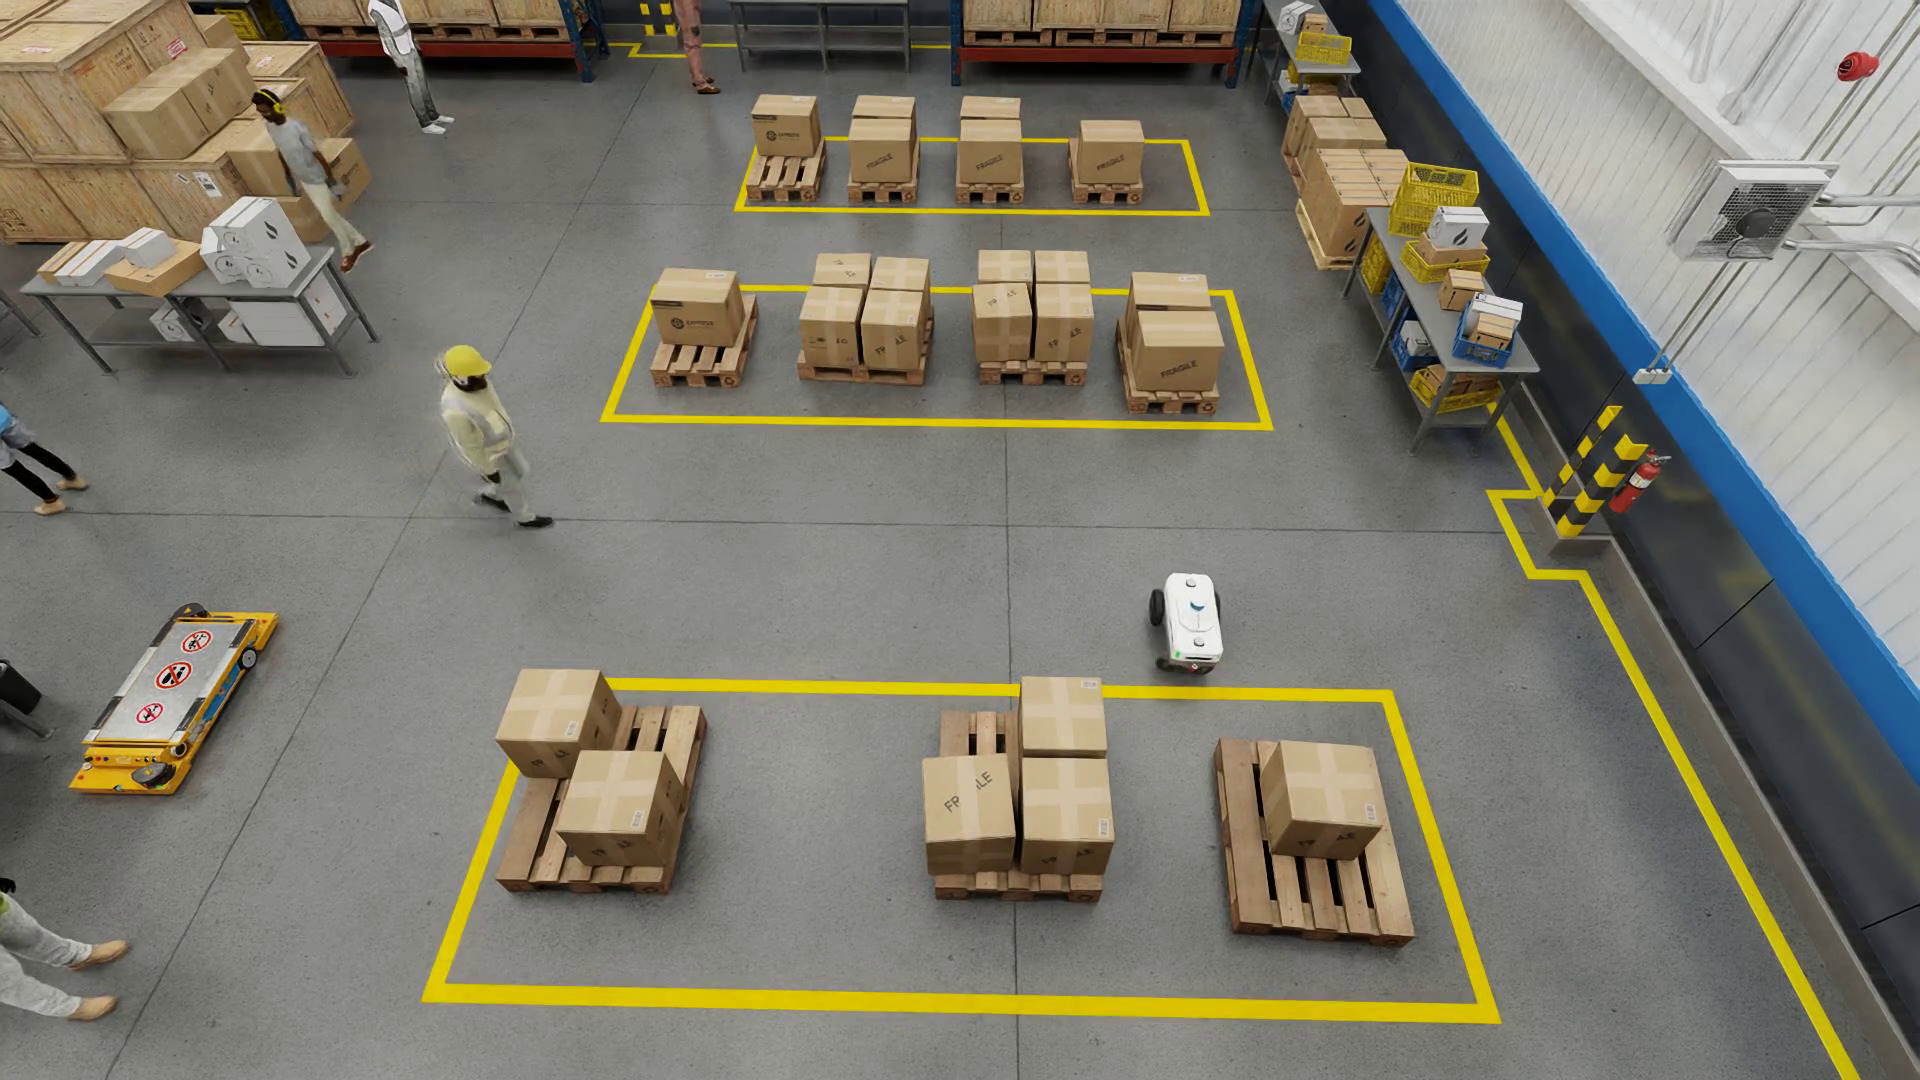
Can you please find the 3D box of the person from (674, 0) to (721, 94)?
[{"bbox_3d":[-3.581,-6.990,12.200,0.401,1.909,0.642,-17,52,-14],"label":"person"}]

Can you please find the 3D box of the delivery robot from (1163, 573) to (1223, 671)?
[{"bbox_3d":[1.675,0.581,6.613,0.477,0.478,0.707,2,50,2],"label":"delivery robot"}]

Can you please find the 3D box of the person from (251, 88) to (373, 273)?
[{"bbox_3d":[-6.687,-3.690,9.444,0.551,1.852,0.522,13,51,11],"label":"person"}]

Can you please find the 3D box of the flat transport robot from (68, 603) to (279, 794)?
[{"bbox_3d":[-5.504,1.072,6.442,0.652,0.197,1.431,1,50,1],"label":"flat transport robot"}]

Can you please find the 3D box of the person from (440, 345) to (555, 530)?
[{"bbox_3d":[-3.589,-0.732,6.978,0.562,1.803,0.599,-3,50,-2],"label":"person"}]

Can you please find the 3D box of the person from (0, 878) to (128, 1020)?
[{"bbox_3d":[-5.048,1.974,4.659,0.430,1.840,0.624,-13,51,-11],"label":"person"}]

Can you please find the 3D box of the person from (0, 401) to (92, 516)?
[{"bbox_3d":[-7.621,-0.853,7.147,0.343,1.697,0.594,-1,50,0],"label":"person"}]

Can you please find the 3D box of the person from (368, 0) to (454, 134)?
[{"bbox_3d":[-6.937,-6.083,11.433,0.389,1.911,0.591,-1,50,-1],"label":"person"}]
